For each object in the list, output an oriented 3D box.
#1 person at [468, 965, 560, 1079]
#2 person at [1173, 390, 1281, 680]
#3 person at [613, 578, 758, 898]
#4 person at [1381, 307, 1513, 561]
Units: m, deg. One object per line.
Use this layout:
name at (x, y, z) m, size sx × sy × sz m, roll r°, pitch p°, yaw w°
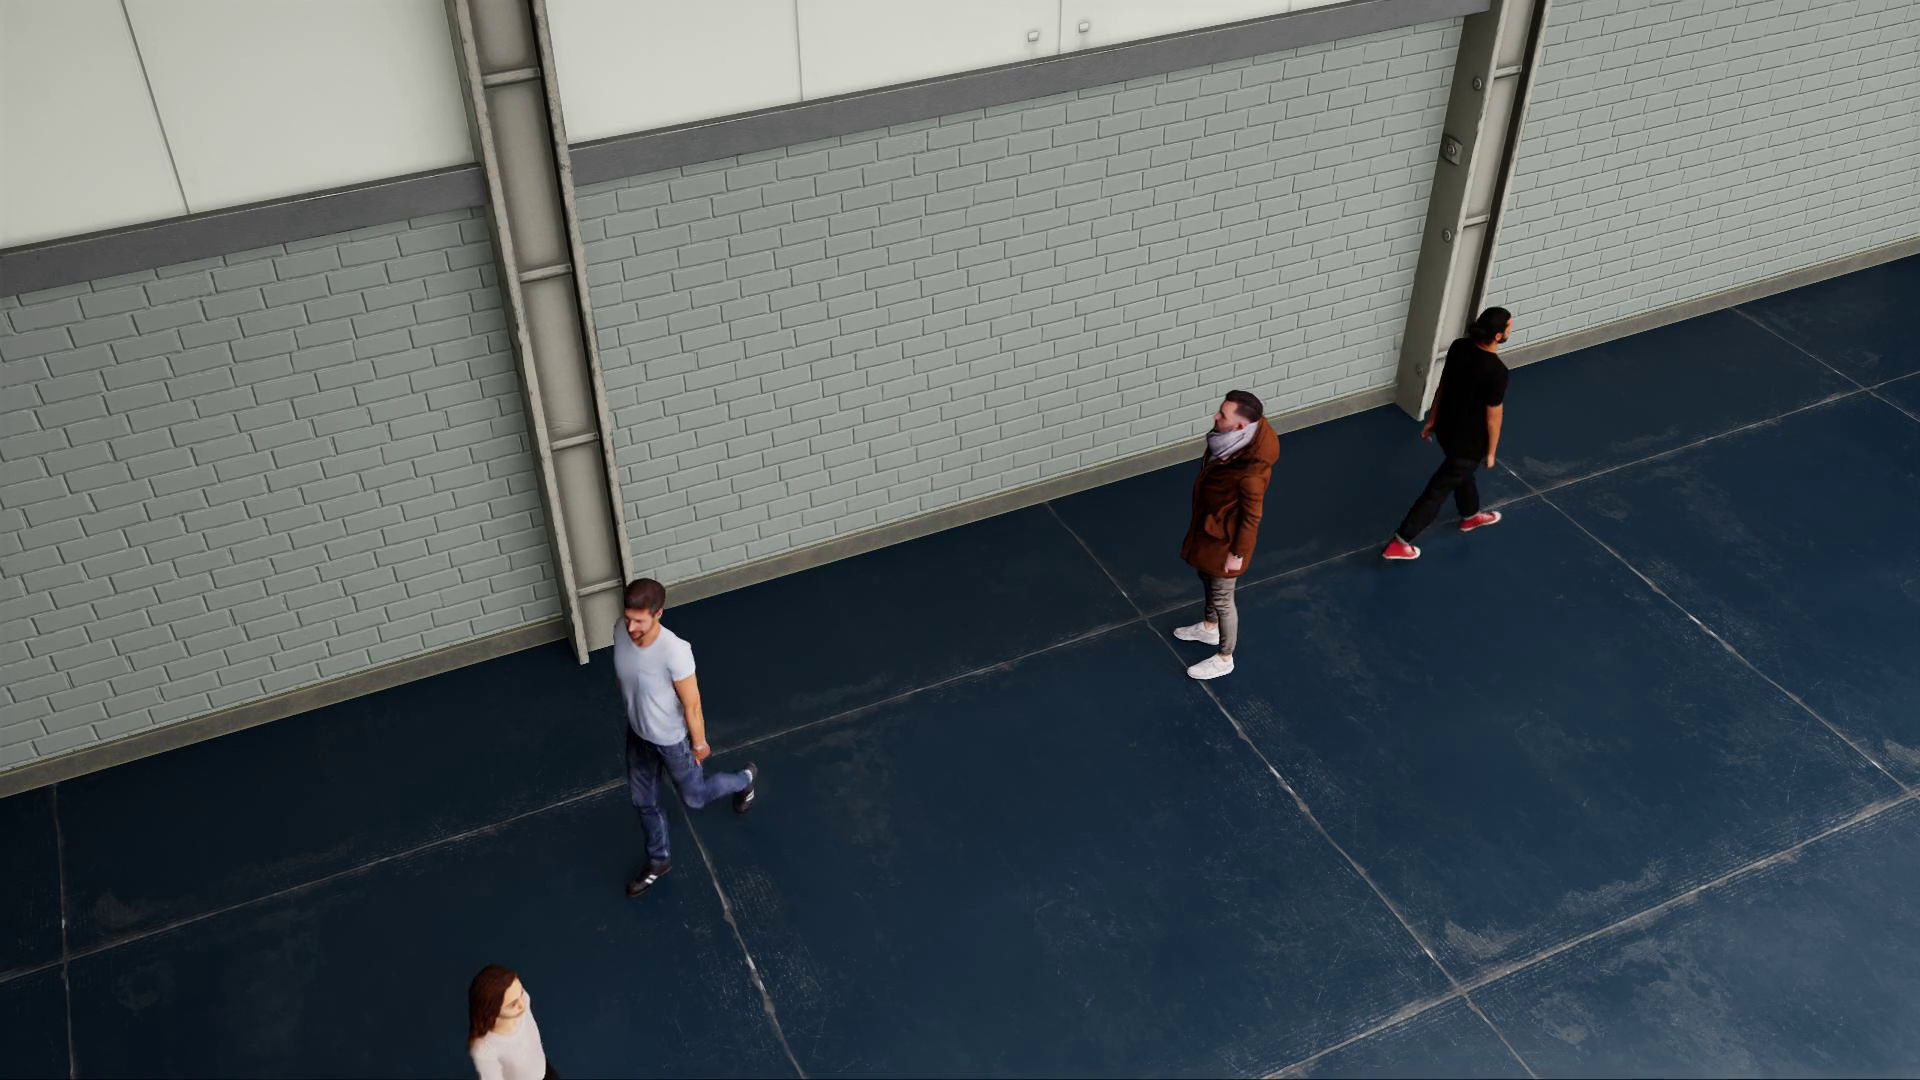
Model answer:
person at (-1.811, 2.185, 6.639) m, size 0.975 × 1.468 × 0.882 m, roll 9°, pitch 39°, yaw 11°
person at (1.463, -0.041, 9.184) m, size 0.817 × 1.838 × 0.802 m, roll -4°, pitch 38°, yaw -6°
person at (-1.361, 0.874, 8.011) m, size 0.986 × 1.842 × 1.185 m, roll 23°, pitch 43°, yaw 26°
person at (2.941, -0.579, 9.977) m, size 1.183 × 1.709 × 0.666 m, roll -14°, pitch 40°, yaw -17°
